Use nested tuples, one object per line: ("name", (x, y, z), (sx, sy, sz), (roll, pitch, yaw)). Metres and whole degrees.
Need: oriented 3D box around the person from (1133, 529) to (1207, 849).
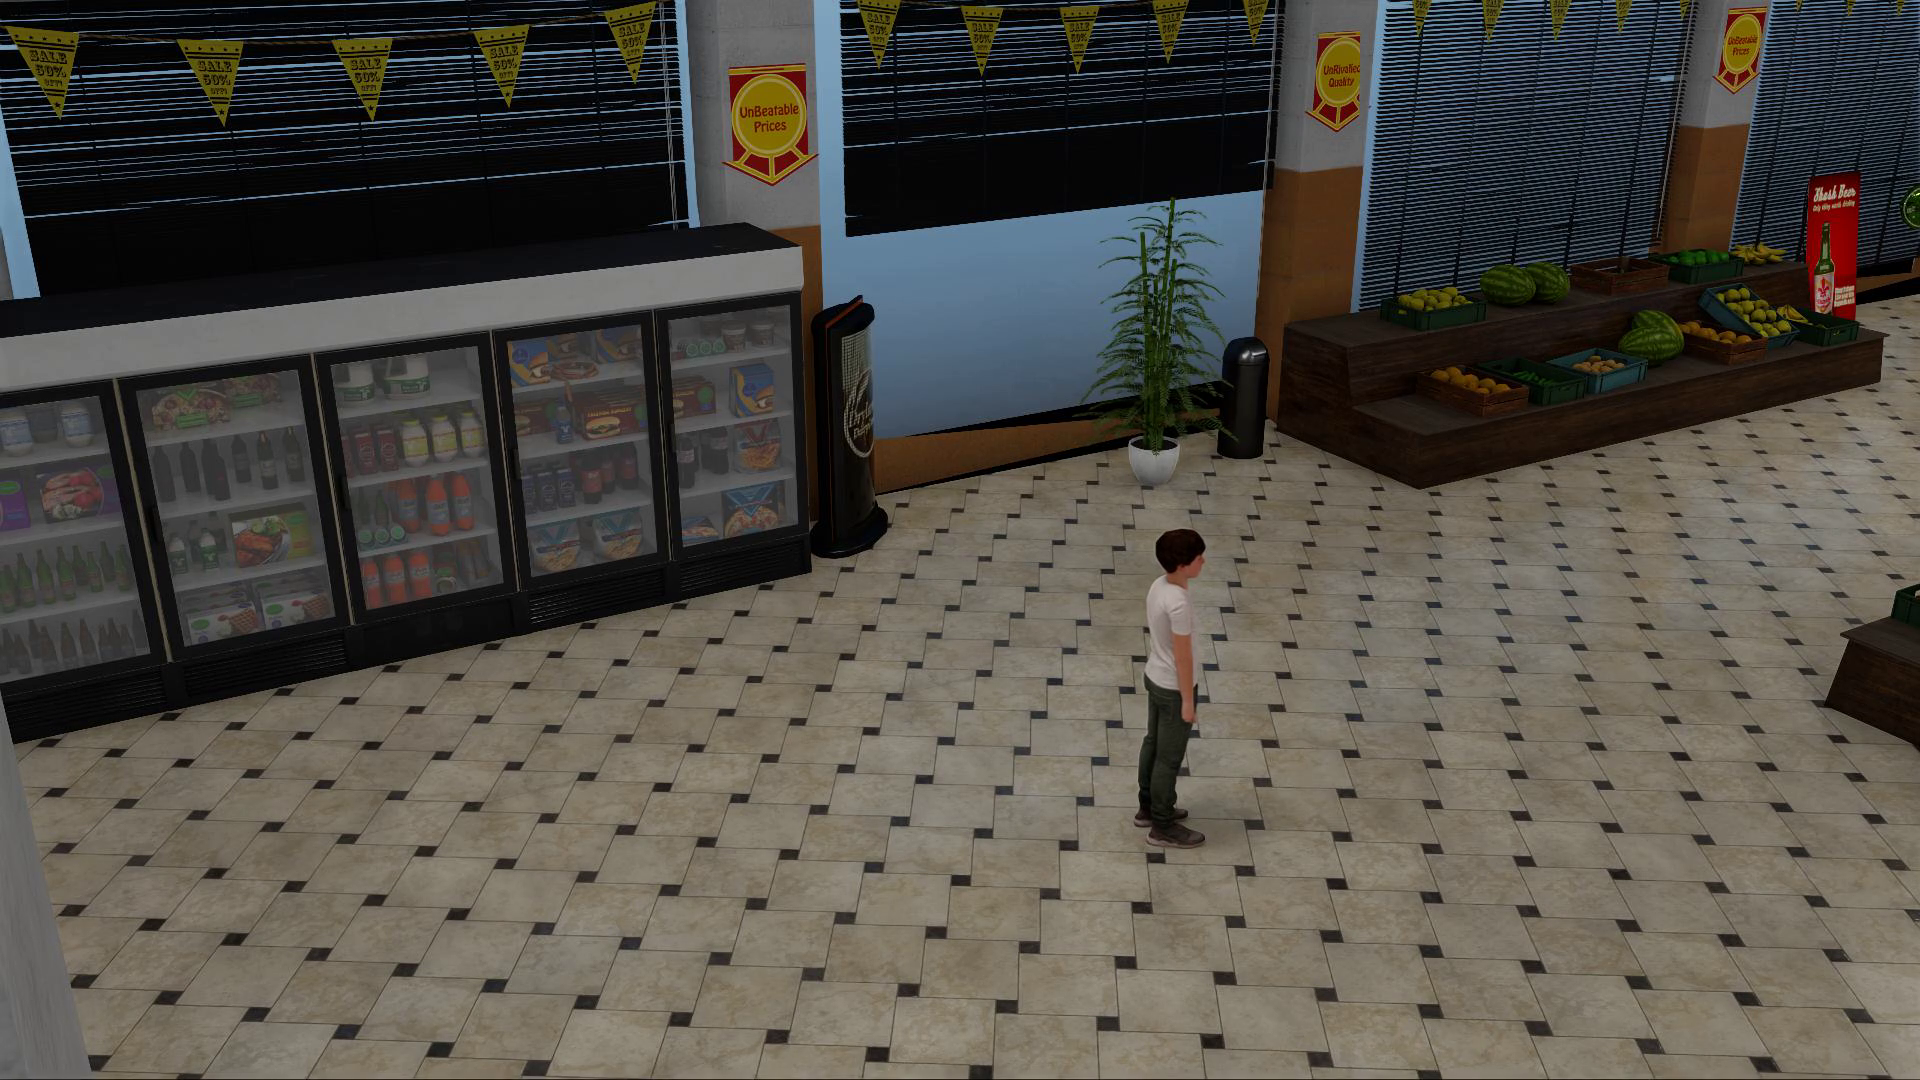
("person", (1.036, 0.716, 8.184), (0.642, 1.654, 0.649), (-3, 22, -8))
